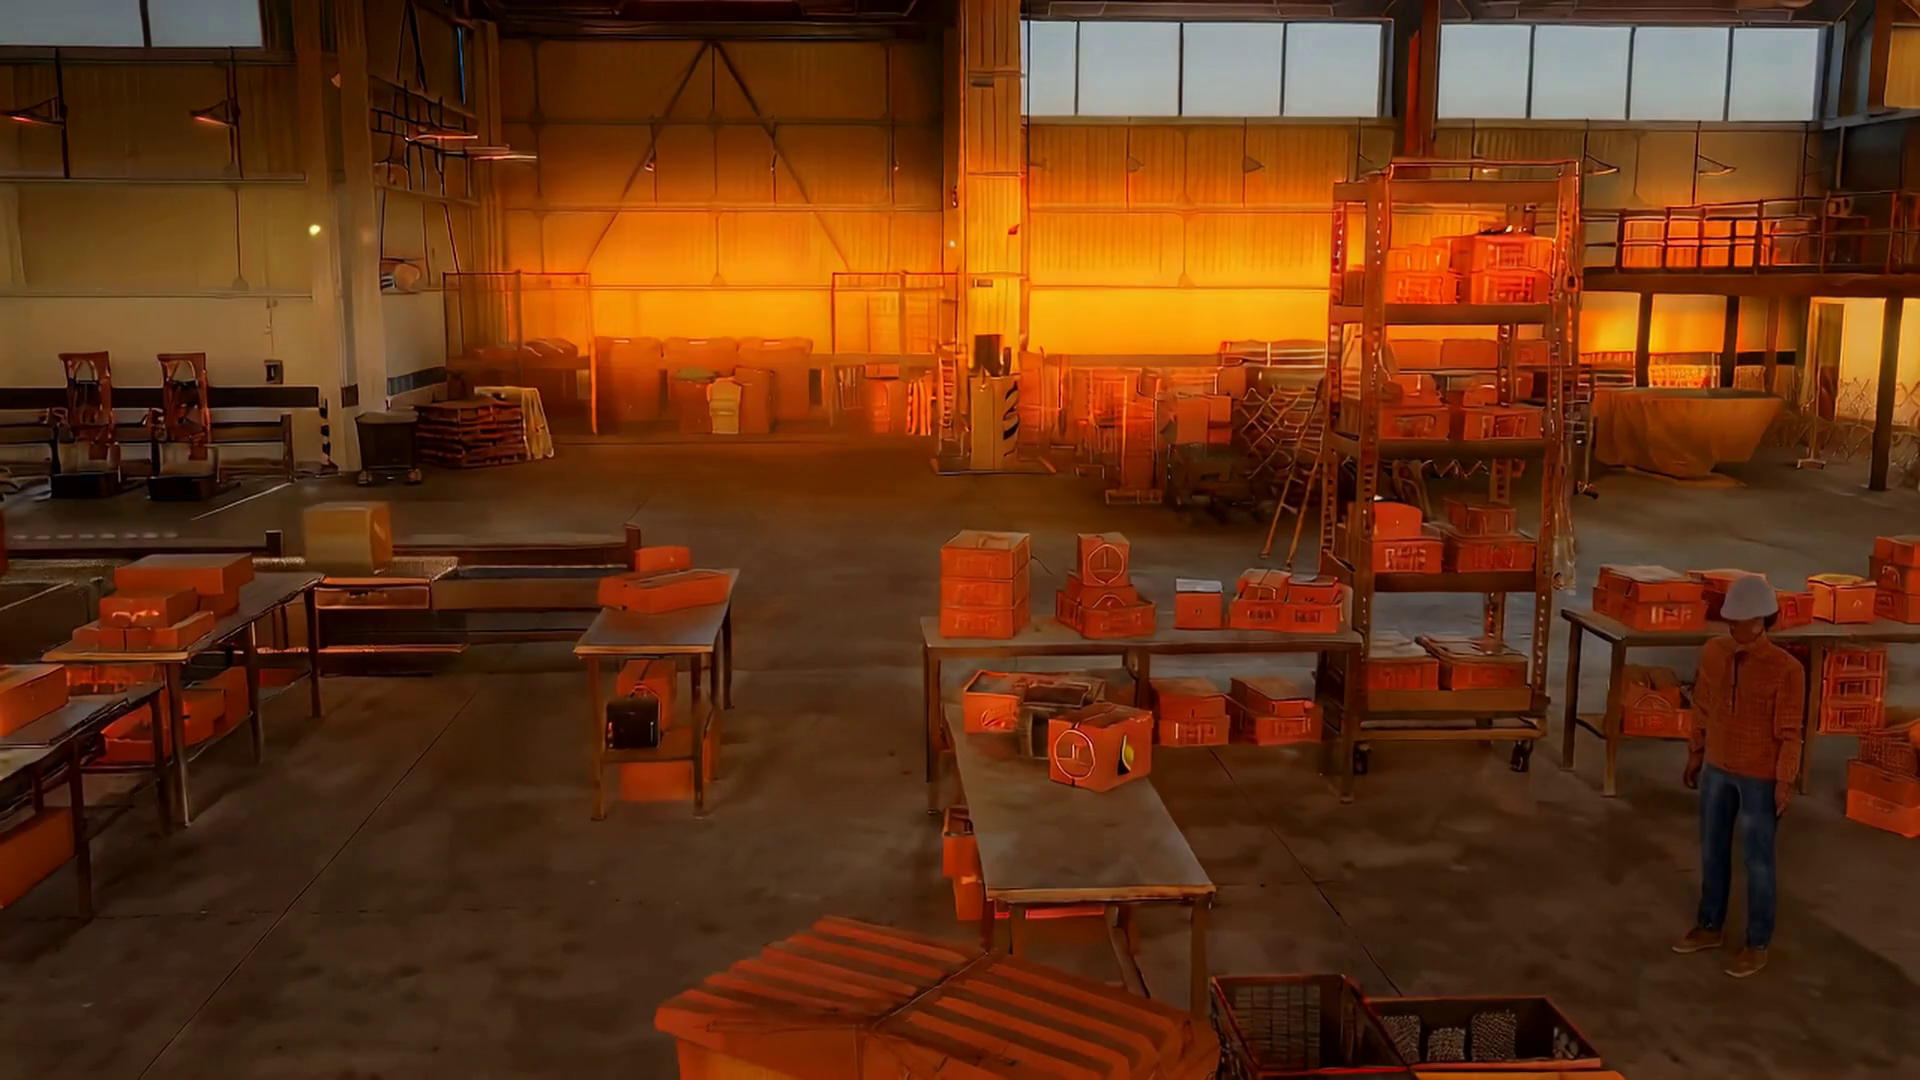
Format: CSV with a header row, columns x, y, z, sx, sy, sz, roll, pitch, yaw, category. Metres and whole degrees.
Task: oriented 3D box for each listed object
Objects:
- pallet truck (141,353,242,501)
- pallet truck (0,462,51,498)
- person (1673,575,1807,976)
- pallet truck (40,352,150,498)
x,y,z,sx,sy,sz,roll,pitch,yaw,category
-10.520,-1.604,22.925,0.823,1.965,1.885,-1,9,-6,pallet truck
-13.193,-1.293,23.148,0.653,1.274,1.630,-1,9,-4,pallet truck
3.399,1.012,7.260,0.346,1.758,0.532,-4,10,-26,person
-11.907,-1.642,23.165,0.823,1.965,1.885,0,9,0,pallet truck
